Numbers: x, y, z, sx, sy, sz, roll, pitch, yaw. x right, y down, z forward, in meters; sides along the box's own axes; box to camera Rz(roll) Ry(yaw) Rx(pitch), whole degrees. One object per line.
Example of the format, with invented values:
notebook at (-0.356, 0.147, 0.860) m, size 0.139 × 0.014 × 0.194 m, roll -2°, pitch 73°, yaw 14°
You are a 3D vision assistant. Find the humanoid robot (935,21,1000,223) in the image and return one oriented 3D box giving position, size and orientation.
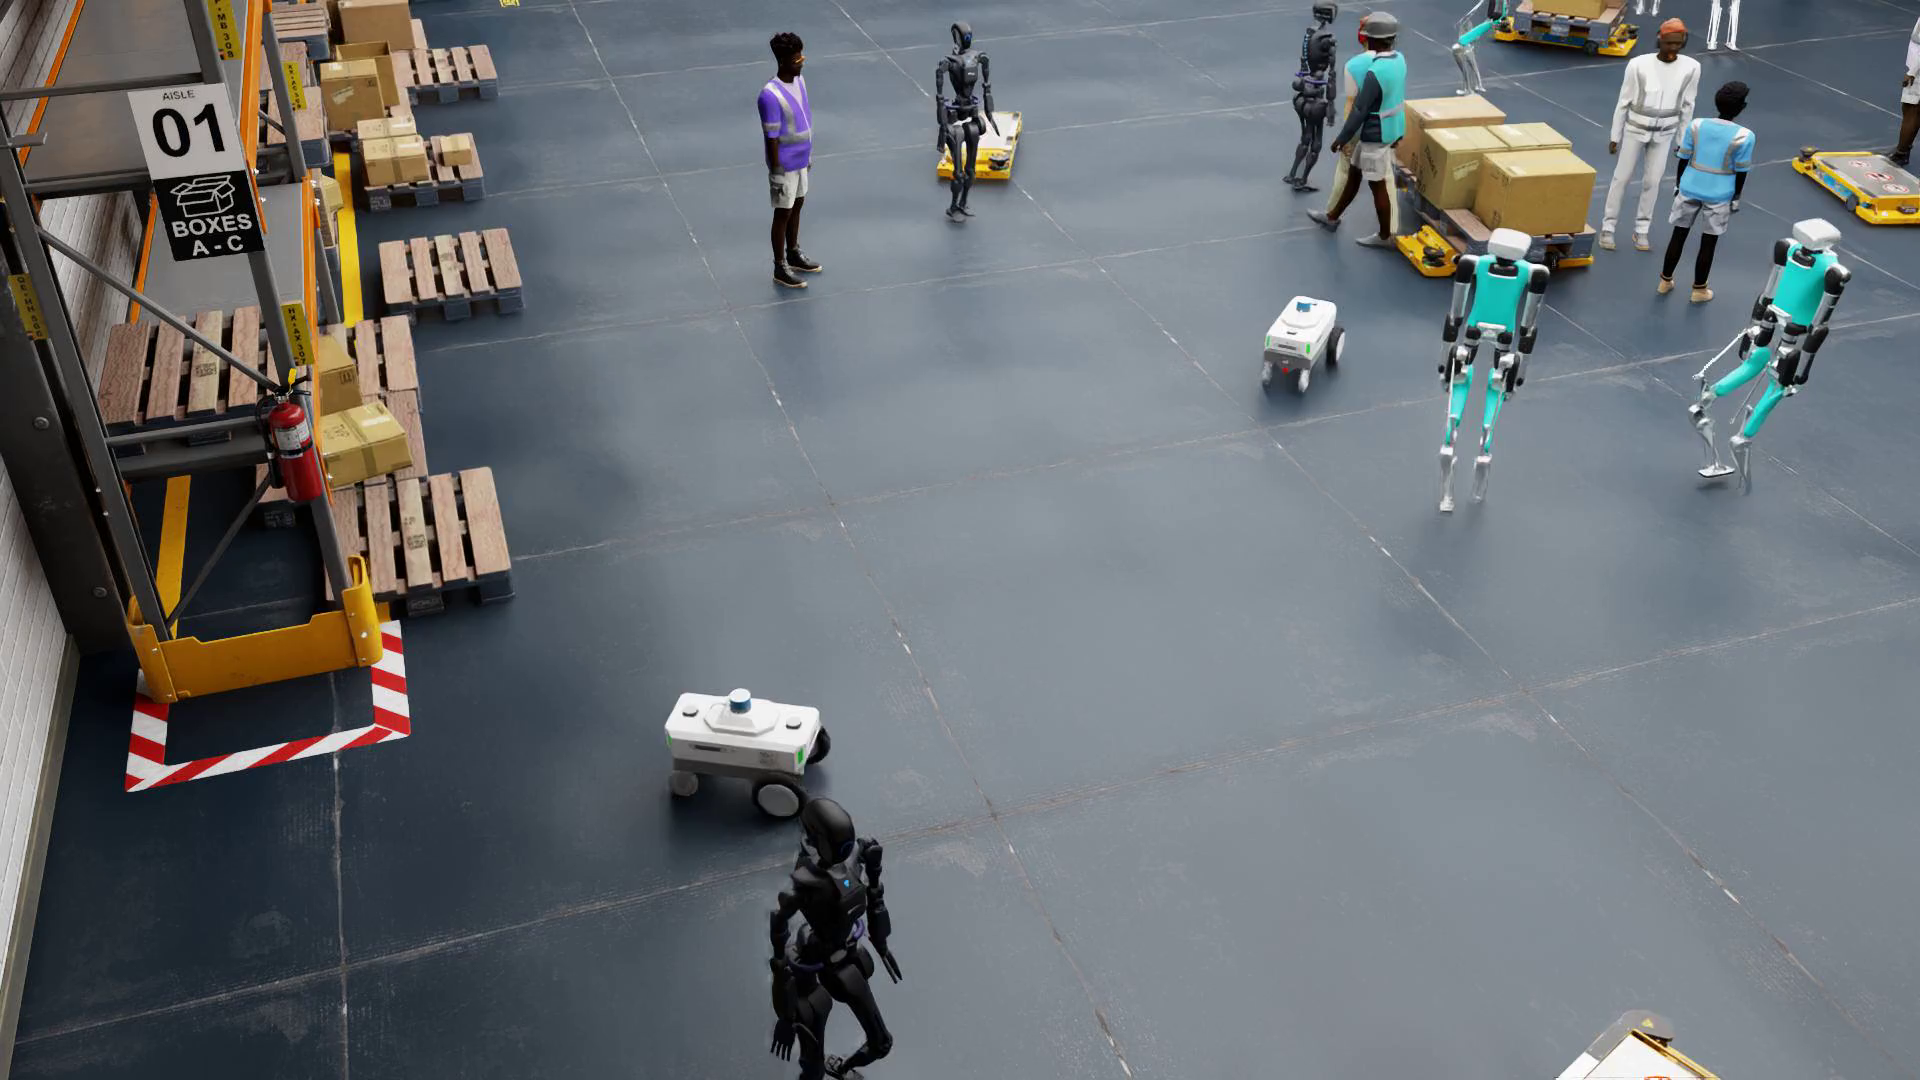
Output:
humanoid robot at (0.061, -3.504, 13.940) m, size 0.597 × 1.658 × 0.388 m, roll -20°, pitch 38°, yaw -28°

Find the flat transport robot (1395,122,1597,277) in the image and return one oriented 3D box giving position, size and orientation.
flat transport robot at (4.349, -2.397, 13.534) m, size 1.431 × 0.231 × 0.659 m, roll -5°, pitch 33°, yaw -8°

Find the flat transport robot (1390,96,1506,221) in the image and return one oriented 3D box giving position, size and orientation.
flat transport robot at (4.374, -2.815, 14.175) m, size 0.659 × 0.231 × 1.431 m, roll -6°, pitch 34°, yaw -8°

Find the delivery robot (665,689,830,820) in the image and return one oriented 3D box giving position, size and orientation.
delivery robot at (-1.019, 0.999, 8.081) m, size 0.797 × 0.613 × 0.499 m, roll 6°, pitch 34°, yaw 9°

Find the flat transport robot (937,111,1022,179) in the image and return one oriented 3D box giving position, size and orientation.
flat transport robot at (0.197, -3.719, 15.563) m, size 0.659 × 0.231 × 1.431 m, roll 4°, pitch 33°, yaw 5°

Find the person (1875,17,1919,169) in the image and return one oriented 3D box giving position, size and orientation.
person at (8.599, -4.271, 14.893) m, size 0.370 × 1.927 × 0.543 m, roll 25°, pitch 41°, yaw 33°

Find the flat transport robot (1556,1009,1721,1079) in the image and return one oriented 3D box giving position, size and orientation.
flat transport robot at (2.440, 2.356, 6.245) m, size 1.431 × 0.231 × 0.659 m, roll -26°, pitch 41°, yaw -33°

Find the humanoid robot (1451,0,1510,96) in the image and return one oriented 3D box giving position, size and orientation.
humanoid robot at (5.289, -5.380, 16.780) m, size 0.715 × 1.790 × 0.536 m, roll 15°, pitch 36°, yaw 21°

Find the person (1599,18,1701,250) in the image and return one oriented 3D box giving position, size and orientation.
person at (5.540, -3.252, 13.377) m, size 0.592 × 1.877 × 0.352 m, roll 5°, pitch 33°, yaw 8°

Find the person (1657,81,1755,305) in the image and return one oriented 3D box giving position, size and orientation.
person at (5.640, -2.621, 12.566) m, size 0.536 × 1.698 × 0.321 m, roll 27°, pitch 42°, yaw 35°

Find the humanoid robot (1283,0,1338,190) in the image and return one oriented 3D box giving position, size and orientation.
humanoid robot at (3.099, -3.895, 14.547) m, size 0.315 × 1.647 × 0.599 m, roll -9°, pitch 34°, yaw -14°

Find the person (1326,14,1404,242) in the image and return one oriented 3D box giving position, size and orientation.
person at (3.389, -3.347, 13.623) m, size 0.610 × 1.806 × 0.878 m, roll -12°, pitch 35°, yaw -18°

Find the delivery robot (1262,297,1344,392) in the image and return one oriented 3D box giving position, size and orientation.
delivery robot at (2.418, -1.434, 11.810) m, size 0.499 × 0.610 × 0.814 m, roll 15°, pitch 36°, yaw 21°

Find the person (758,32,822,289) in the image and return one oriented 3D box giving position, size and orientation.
person at (-1.308, -2.930, 12.800) m, size 0.362 × 1.963 × 0.611 m, roll 11°, pitch 35°, yaw 16°

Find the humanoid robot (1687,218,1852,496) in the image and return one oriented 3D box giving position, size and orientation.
humanoid robot at (4.816, -1.042, 10.158) m, size 0.746 × 1.838 × 0.540 m, roll -11°, pitch 35°, yaw -16°

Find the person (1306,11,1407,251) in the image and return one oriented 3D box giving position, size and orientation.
person at (3.233, -3.300, 13.421) m, size 0.873 × 1.905 × 0.556 m, roll 17°, pitch 37°, yaw 24°

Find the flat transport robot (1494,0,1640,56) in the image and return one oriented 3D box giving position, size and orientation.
flat transport robot at (6.762, -5.649, 18.523) m, size 1.431 × 0.231 × 0.659 m, roll 17°, pitch 37°, yaw 24°

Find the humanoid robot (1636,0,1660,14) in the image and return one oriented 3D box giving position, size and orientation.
humanoid robot at (8.029, -6.923, 19.179) m, size 0.550 × 1.819 × 0.749 m, roll 8°, pitch 34°, yaw 12°

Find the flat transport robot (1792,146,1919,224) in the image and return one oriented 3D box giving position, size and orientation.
flat transport robot at (8.013, -3.131, 14.660) m, size 0.659 × 0.231 × 1.431 m, roll -2°, pitch 33°, yaw -3°

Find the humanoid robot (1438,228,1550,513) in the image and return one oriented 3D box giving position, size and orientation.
humanoid robot at (3.112, -0.913, 9.945) m, size 0.547 × 1.825 × 0.669 m, roll 10°, pitch 34°, yaw 15°

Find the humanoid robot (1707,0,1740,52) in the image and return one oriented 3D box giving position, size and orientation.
humanoid robot at (8.337, -6.099, 17.746) m, size 0.533 × 1.677 × 0.735 m, roll 5°, pitch 33°, yaw 7°

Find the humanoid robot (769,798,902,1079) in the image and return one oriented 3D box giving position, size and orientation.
humanoid robot at (-0.485, 1.593, 6.124) m, size 0.369 × 1.646 × 0.591 m, roll 25°, pitch 41°, yaw 33°
